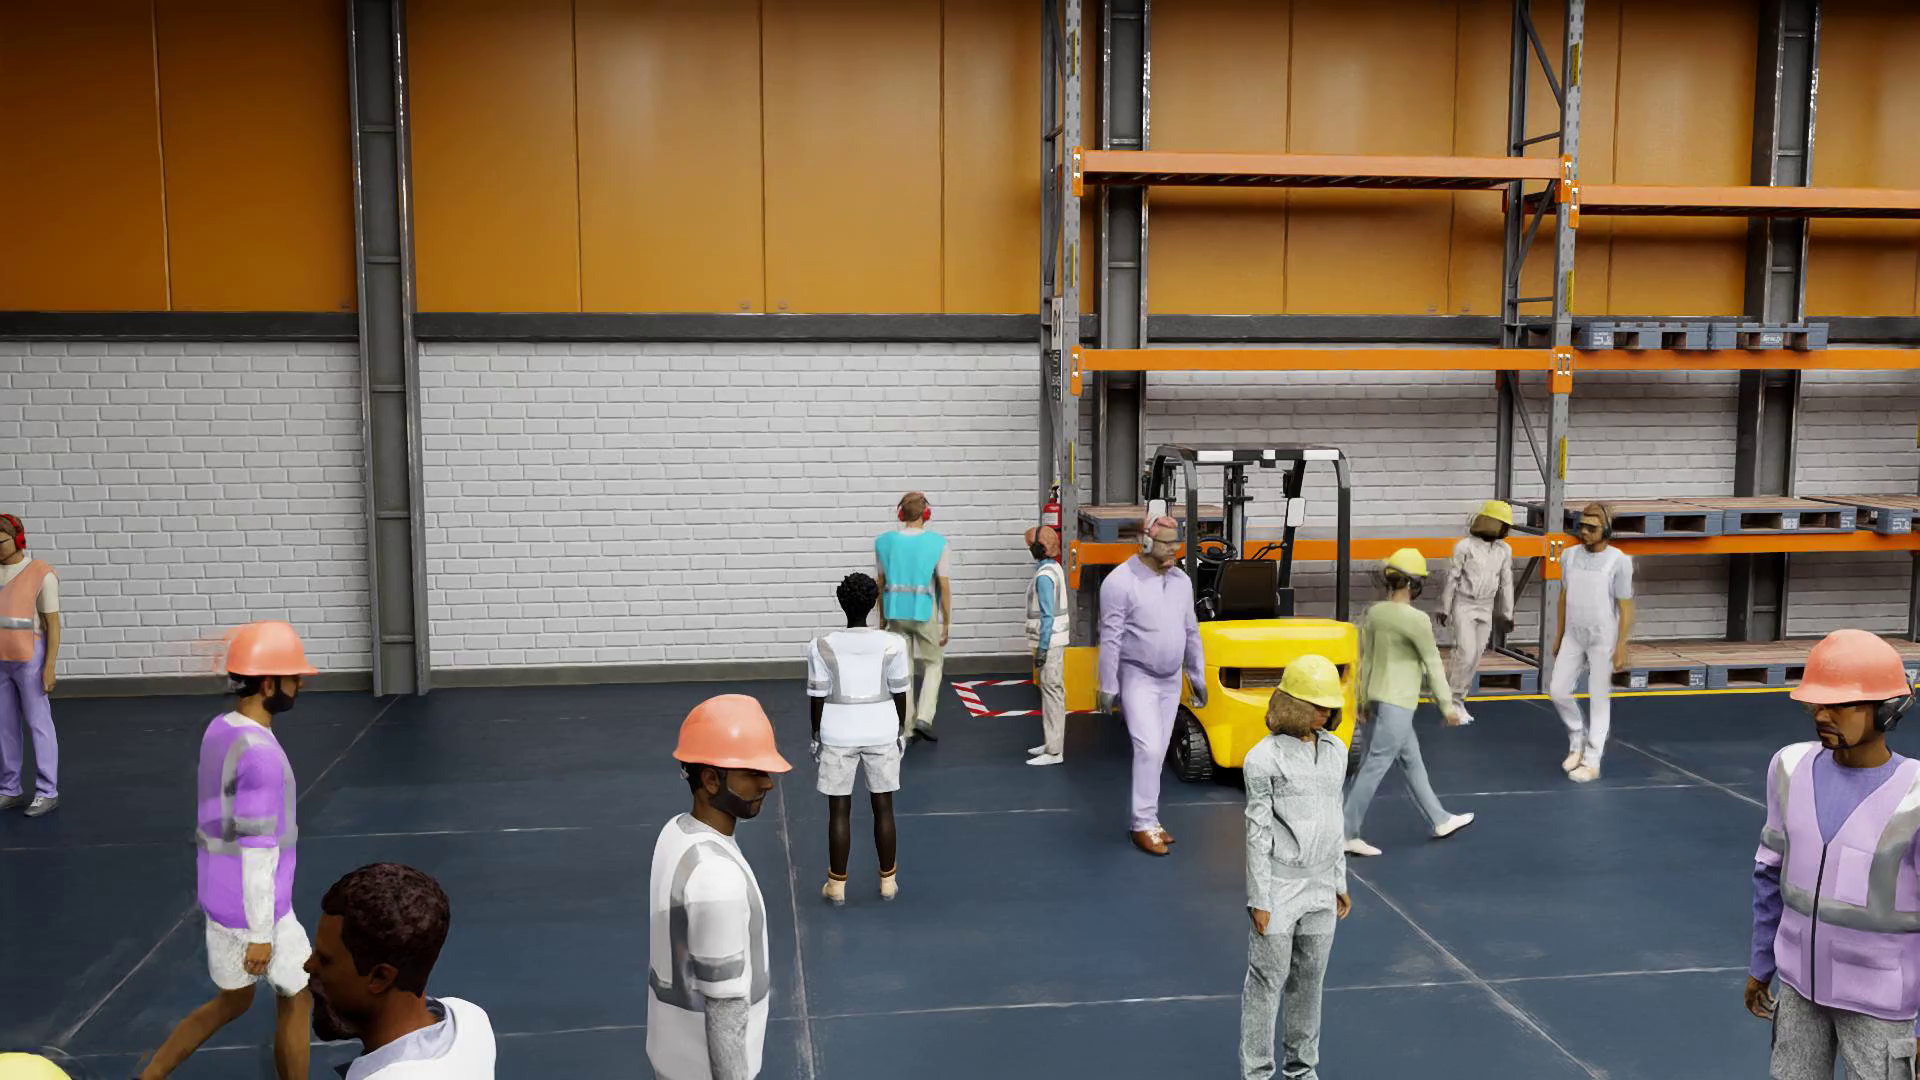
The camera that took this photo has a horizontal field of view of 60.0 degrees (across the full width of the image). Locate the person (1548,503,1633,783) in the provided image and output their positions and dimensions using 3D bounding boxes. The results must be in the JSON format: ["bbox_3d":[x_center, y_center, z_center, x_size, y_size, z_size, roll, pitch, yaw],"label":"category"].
[{"bbox_3d":[4.091,0.670,10.835,0.400,1.835,0.537,-5,8,-39],"label":"person"}]

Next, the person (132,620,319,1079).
[{"bbox_3d":[-2.503,1.226,5.663,0.804,1.911,0.563,-6,9,-42],"label":"person"}]

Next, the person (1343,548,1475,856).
[{"bbox_3d":[2.504,0.906,9.302,0.942,1.712,0.534,-1,7,-13],"label":"person"}]

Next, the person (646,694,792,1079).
[{"bbox_3d":[-0.629,1.360,4.374,0.376,1.934,0.547,-2,7,-21],"label":"person"}]

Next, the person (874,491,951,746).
[{"bbox_3d":[-0.329,0.565,11.837,0.560,1.820,0.444,1,7,12],"label":"person"}]

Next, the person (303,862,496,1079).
[{"bbox_3d":[-0.988,1.521,3.026,0.391,1.922,0.590,-1,7,-5],"label":"person"}]

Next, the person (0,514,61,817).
[{"bbox_3d":[-5.718,0.753,10.112,0.563,1.838,0.390,2,7,13],"label":"person"}]

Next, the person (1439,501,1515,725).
[{"bbox_3d":[3.898,0.540,12.547,0.517,1.692,0.531,-2,7,-19],"label":"person"}]

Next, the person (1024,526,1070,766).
[{"bbox_3d":[0.592,0.715,11.314,0.315,1.637,0.514,1,7,8],"label":"person"}]

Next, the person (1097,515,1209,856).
[{"bbox_3d":[1.161,0.809,9.354,0.681,1.891,0.608,-5,8,-38],"label":"person"}]

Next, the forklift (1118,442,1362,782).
[{"bbox_3d":[1.912,0.418,11.496,1.214,2.155,2.313,-1,7,-8],"label":"forklift"}]

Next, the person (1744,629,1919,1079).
[{"bbox_3d":[2.506,1.264,4.738,0.383,2.041,0.616,-3,7,-27],"label":"person"}]

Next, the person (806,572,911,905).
[{"bbox_3d":[-0.517,1.010,8.473,0.537,1.696,0.318,-1,7,-12],"label":"person"}]

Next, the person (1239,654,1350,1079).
[{"bbox_3d":[1.236,1.269,6.026,0.485,1.740,0.304,-5,8,-36],"label":"person"}]

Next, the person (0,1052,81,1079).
[{"bbox_3d":[-1.432,1.636,2.816,0.536,1.742,0.620,2,7,18],"label":"person"}]
